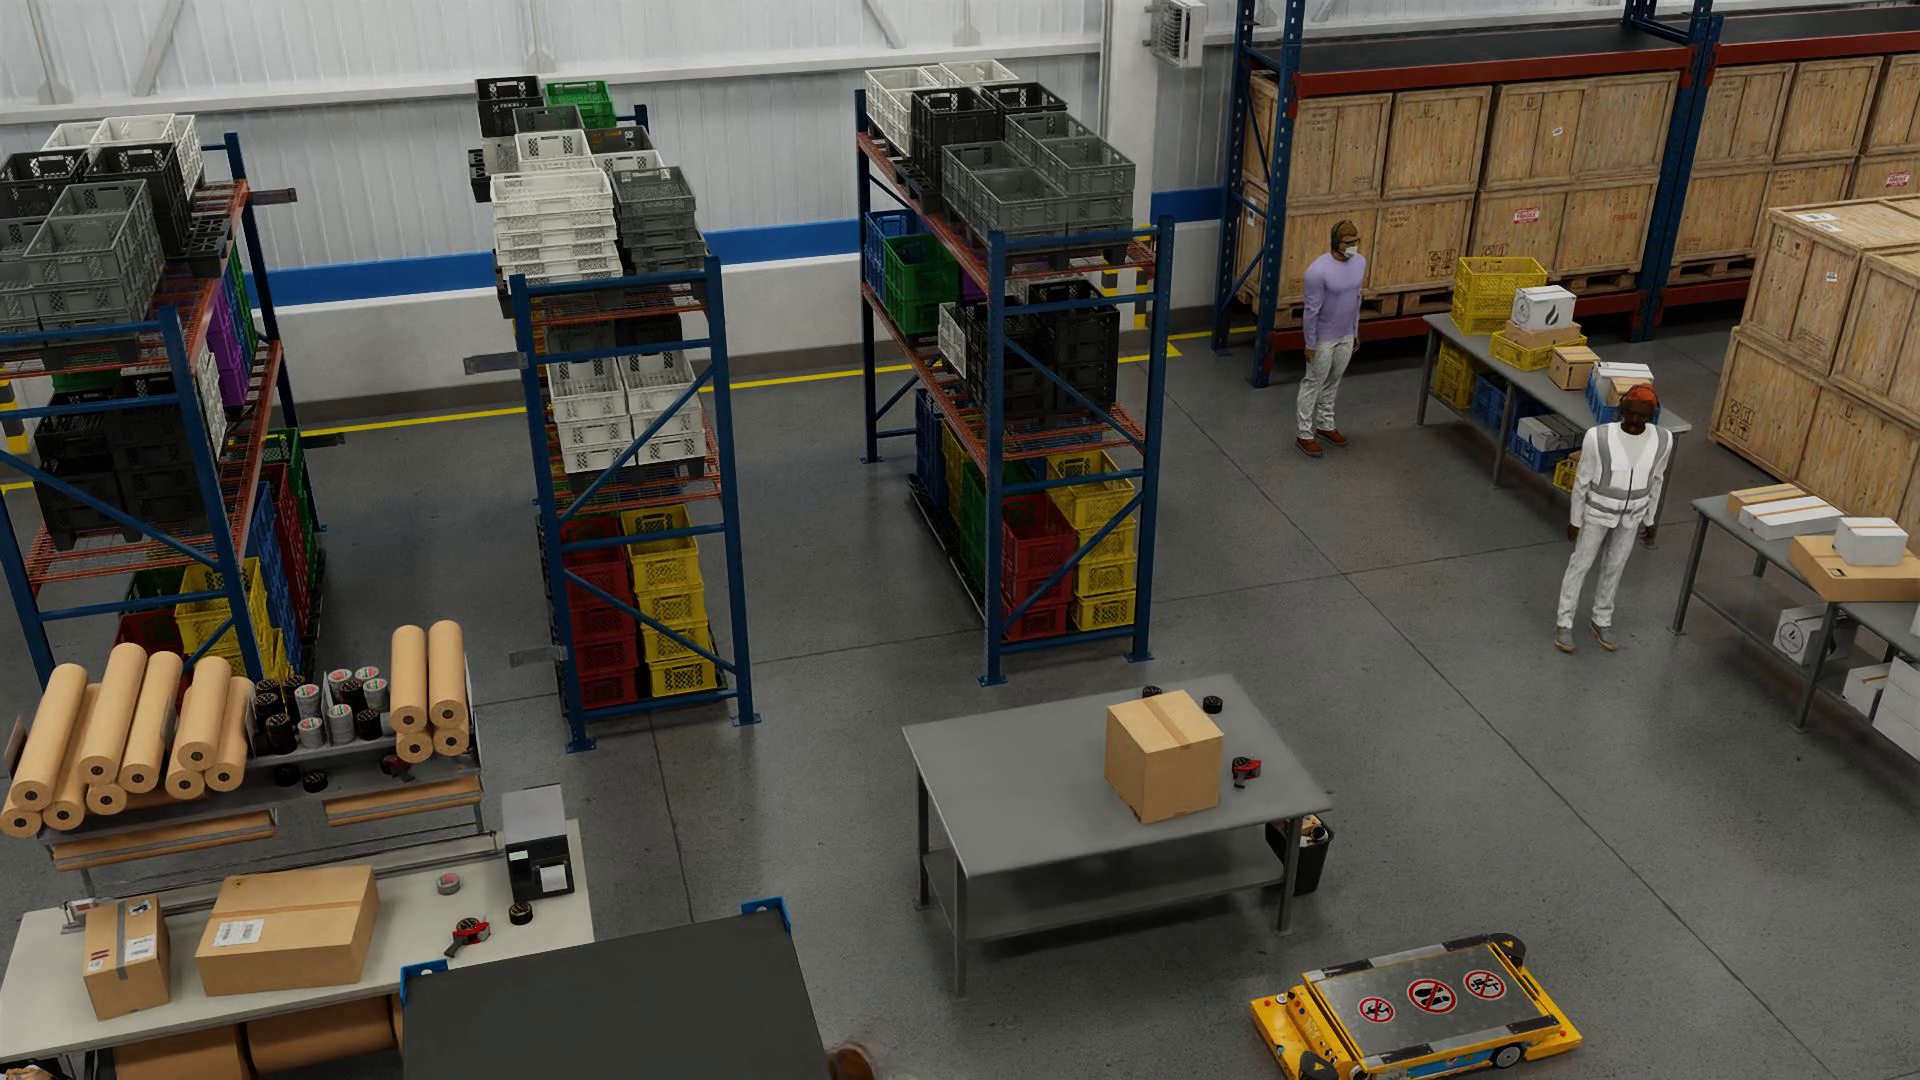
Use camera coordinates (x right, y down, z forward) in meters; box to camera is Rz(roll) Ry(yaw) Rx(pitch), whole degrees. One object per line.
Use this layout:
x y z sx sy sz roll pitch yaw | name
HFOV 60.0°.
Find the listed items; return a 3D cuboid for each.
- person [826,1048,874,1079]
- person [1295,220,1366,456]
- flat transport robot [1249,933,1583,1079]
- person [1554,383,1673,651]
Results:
-0.340 2.559 5.917 0.607 1.780 0.891 9 30 17 | person
2.993 -1.637 13.393 0.632 1.940 0.372 -20 35 -32 | person
2.184 2.282 7.980 1.431 0.197 0.652 -8 30 -14 | flat transport robot
4.216 -0.145 10.738 0.574 1.880 0.358 -1 29 -2 | person
